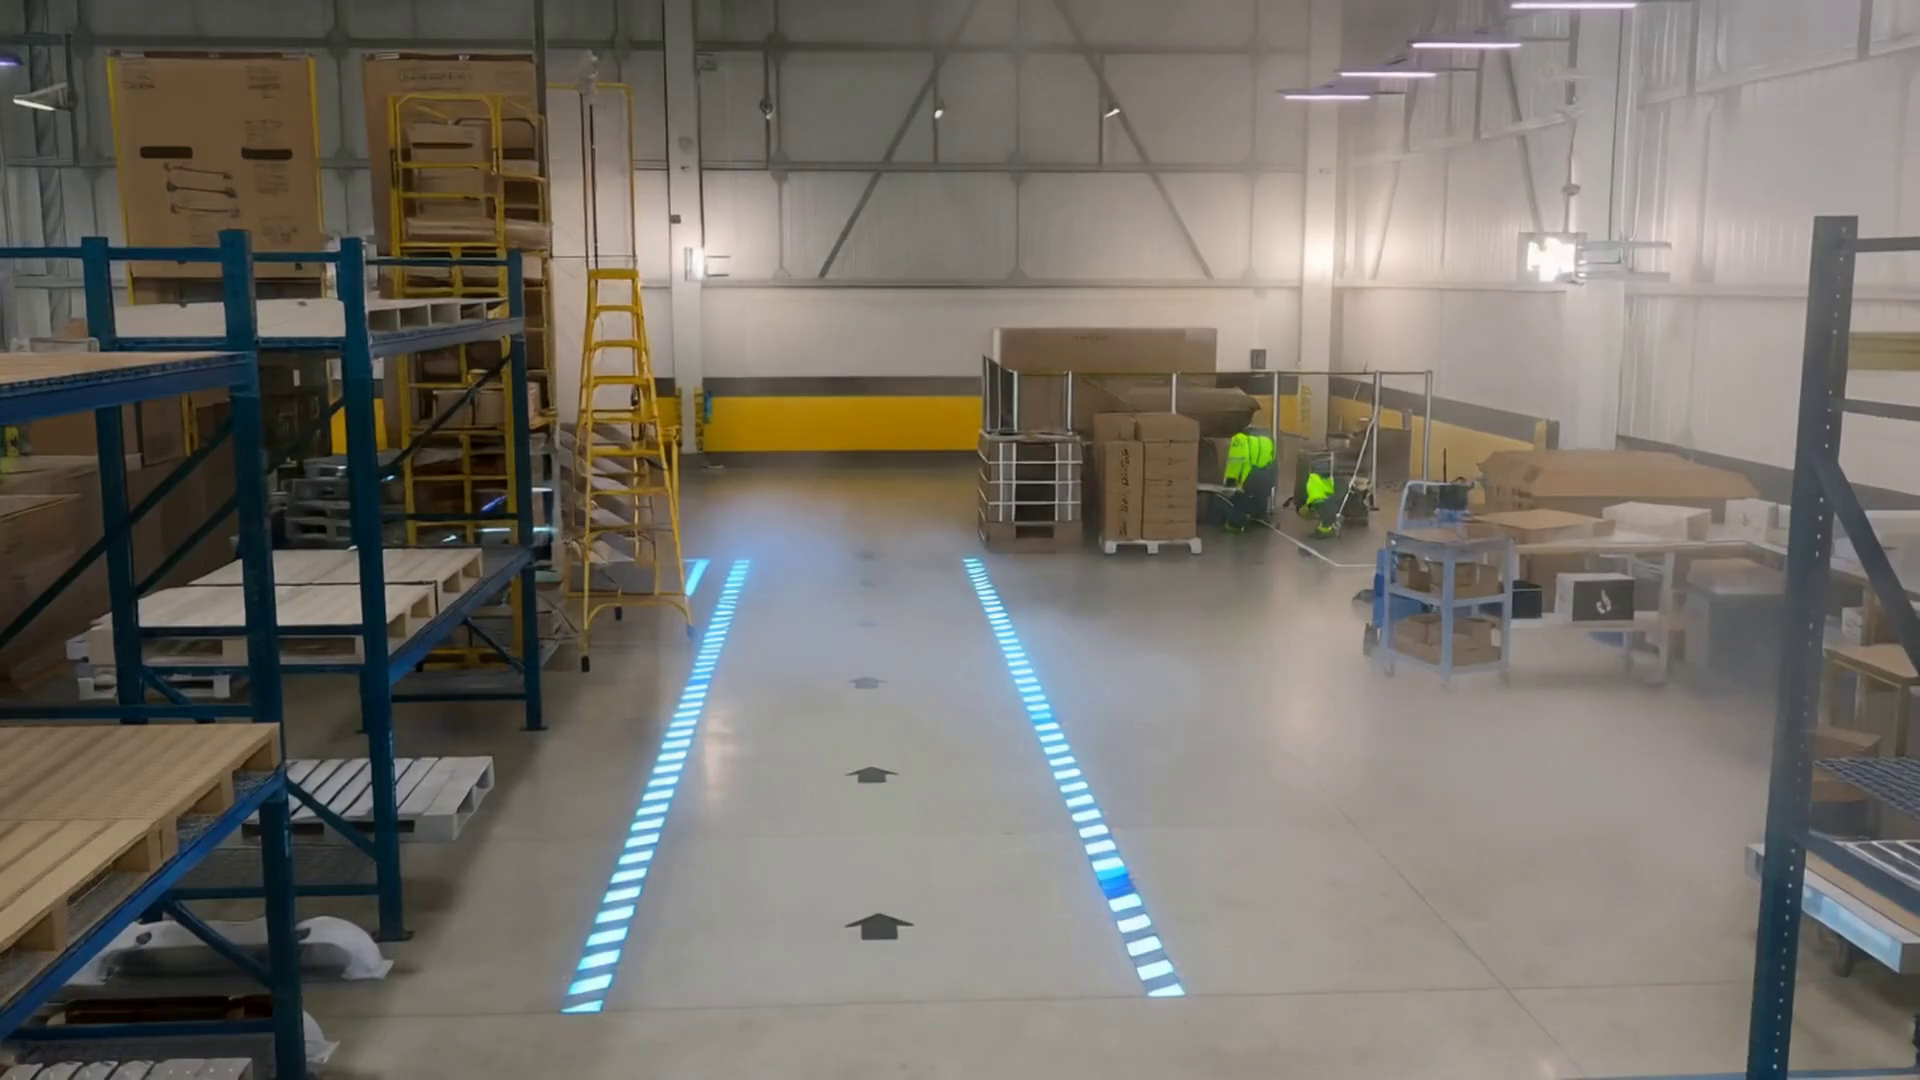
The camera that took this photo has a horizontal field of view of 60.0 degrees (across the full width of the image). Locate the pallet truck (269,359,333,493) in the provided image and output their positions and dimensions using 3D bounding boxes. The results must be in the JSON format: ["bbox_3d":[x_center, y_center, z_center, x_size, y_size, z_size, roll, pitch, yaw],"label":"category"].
[{"bbox_3d":[-7.062,-1.131,18.996,1.885,1.965,0.823,2,9,13],"label":"pallet truck"}]
